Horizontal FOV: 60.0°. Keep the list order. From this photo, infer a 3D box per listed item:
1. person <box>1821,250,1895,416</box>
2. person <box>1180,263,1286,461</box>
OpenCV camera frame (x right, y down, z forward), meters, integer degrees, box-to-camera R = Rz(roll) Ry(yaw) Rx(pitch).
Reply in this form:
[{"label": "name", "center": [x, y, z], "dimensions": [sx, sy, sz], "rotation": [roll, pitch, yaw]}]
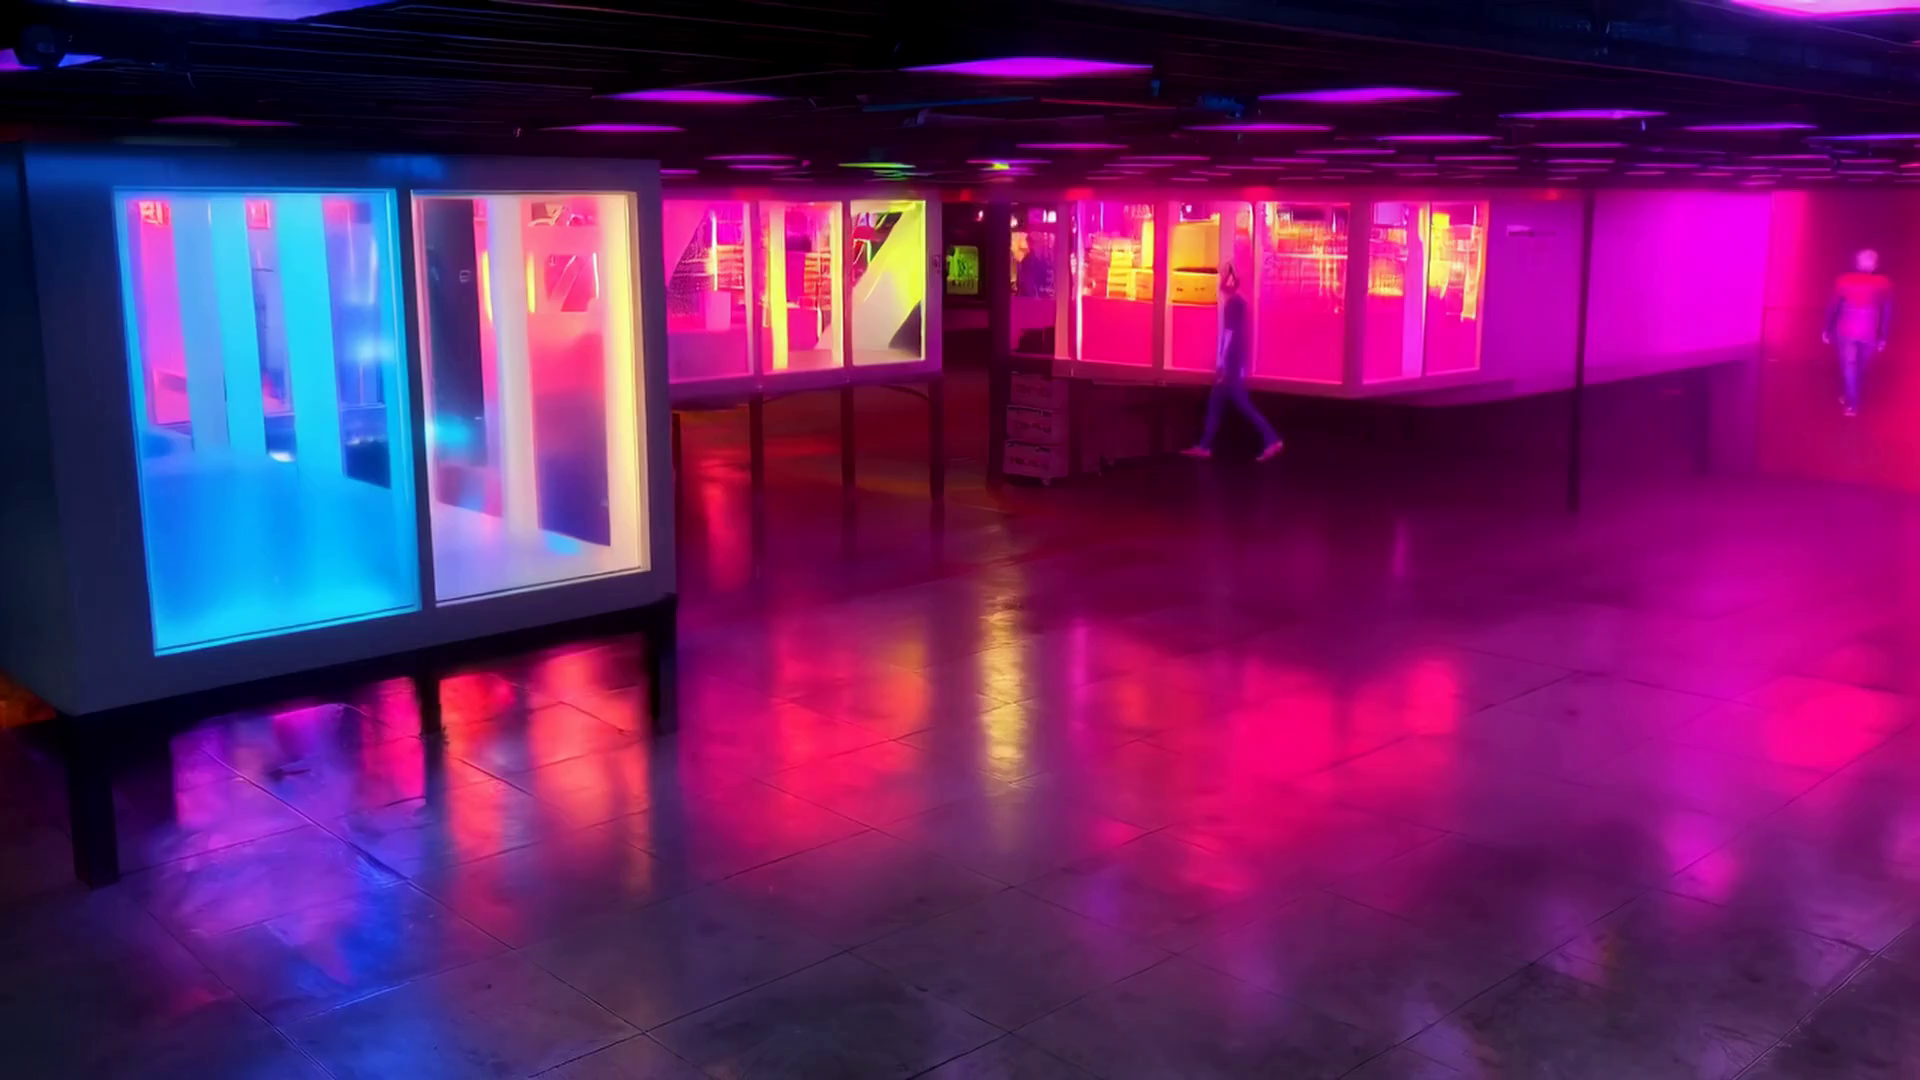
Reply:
[{"label": "person", "center": [10.201, -2.365, 18.947], "dimensions": [0.640, 1.855, 0.999], "rotation": [2, 11, 9]}, {"label": "person", "center": [2.576, -1.642, 15.416], "dimensions": [0.972, 1.831, 0.531], "rotation": [3, 12, 17]}]
